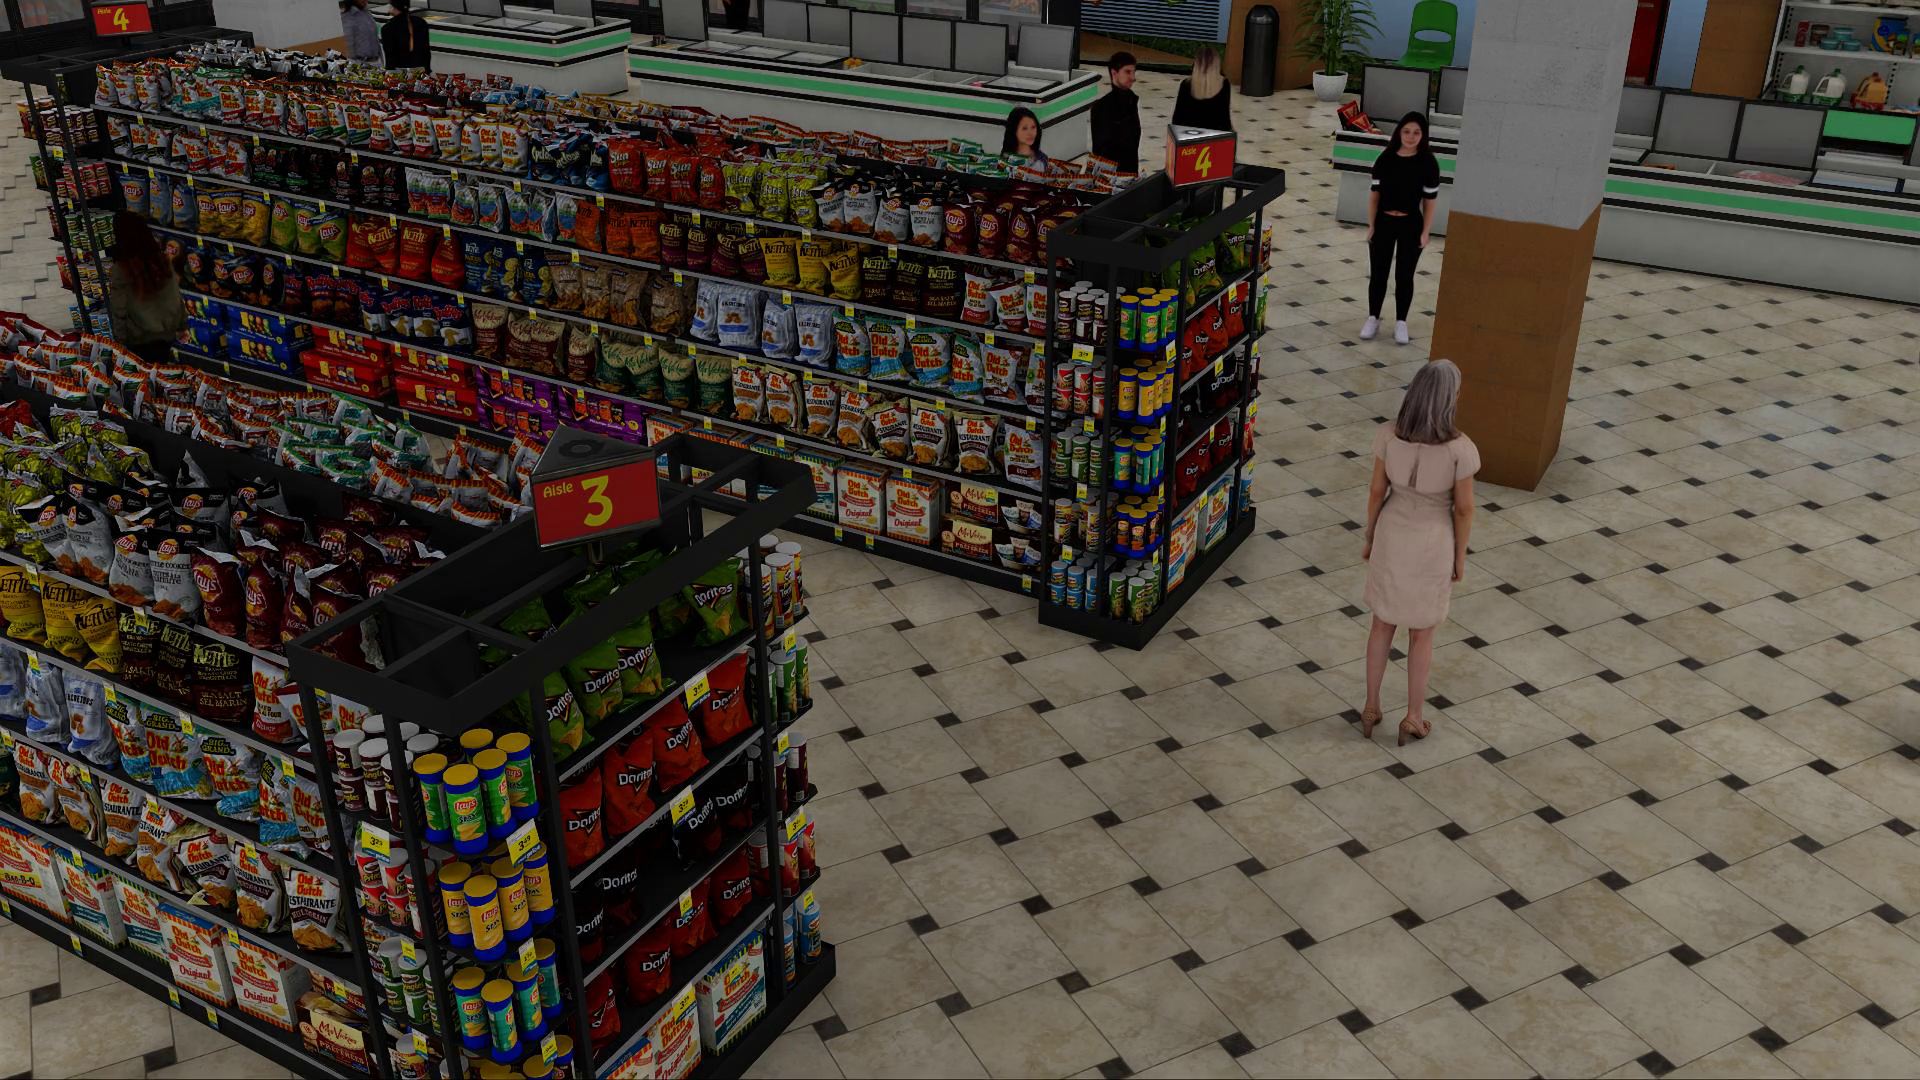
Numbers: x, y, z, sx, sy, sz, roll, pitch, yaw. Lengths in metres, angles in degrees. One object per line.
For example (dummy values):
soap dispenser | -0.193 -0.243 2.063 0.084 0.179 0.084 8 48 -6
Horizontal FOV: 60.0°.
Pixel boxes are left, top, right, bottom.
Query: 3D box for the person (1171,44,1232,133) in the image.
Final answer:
person | 1.931 -3.037 13.251 1.177 1.630 1.095 -1 27 -2

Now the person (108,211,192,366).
person | -4.720 -1.193 9.813 0.951 1.449 0.592 14 30 25

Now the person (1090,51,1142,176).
person | 1.125 -2.664 12.282 0.566 1.840 0.725 13 30 24

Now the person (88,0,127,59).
person | -10.260 -6.549 19.980 0.878 1.806 0.759 19 32 32

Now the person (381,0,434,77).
person | -5.240 -4.390 15.874 0.610 1.671 0.685 16 31 28

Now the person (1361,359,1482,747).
person | 1.910 0.066 7.015 0.480 1.735 0.653 15 31 28

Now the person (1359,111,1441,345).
person | 3.036 -2.159 11.516 0.551 1.631 0.688 11 29 21

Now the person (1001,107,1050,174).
person | 0.398 -2.098 11.351 0.925 1.674 1.149 -16 31 -29

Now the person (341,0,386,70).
person | -5.722 -4.497 16.030 0.528 1.720 0.613 12 29 22

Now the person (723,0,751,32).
person | -2.707 -6.551 19.949 0.625 1.838 0.661 11 29 20
